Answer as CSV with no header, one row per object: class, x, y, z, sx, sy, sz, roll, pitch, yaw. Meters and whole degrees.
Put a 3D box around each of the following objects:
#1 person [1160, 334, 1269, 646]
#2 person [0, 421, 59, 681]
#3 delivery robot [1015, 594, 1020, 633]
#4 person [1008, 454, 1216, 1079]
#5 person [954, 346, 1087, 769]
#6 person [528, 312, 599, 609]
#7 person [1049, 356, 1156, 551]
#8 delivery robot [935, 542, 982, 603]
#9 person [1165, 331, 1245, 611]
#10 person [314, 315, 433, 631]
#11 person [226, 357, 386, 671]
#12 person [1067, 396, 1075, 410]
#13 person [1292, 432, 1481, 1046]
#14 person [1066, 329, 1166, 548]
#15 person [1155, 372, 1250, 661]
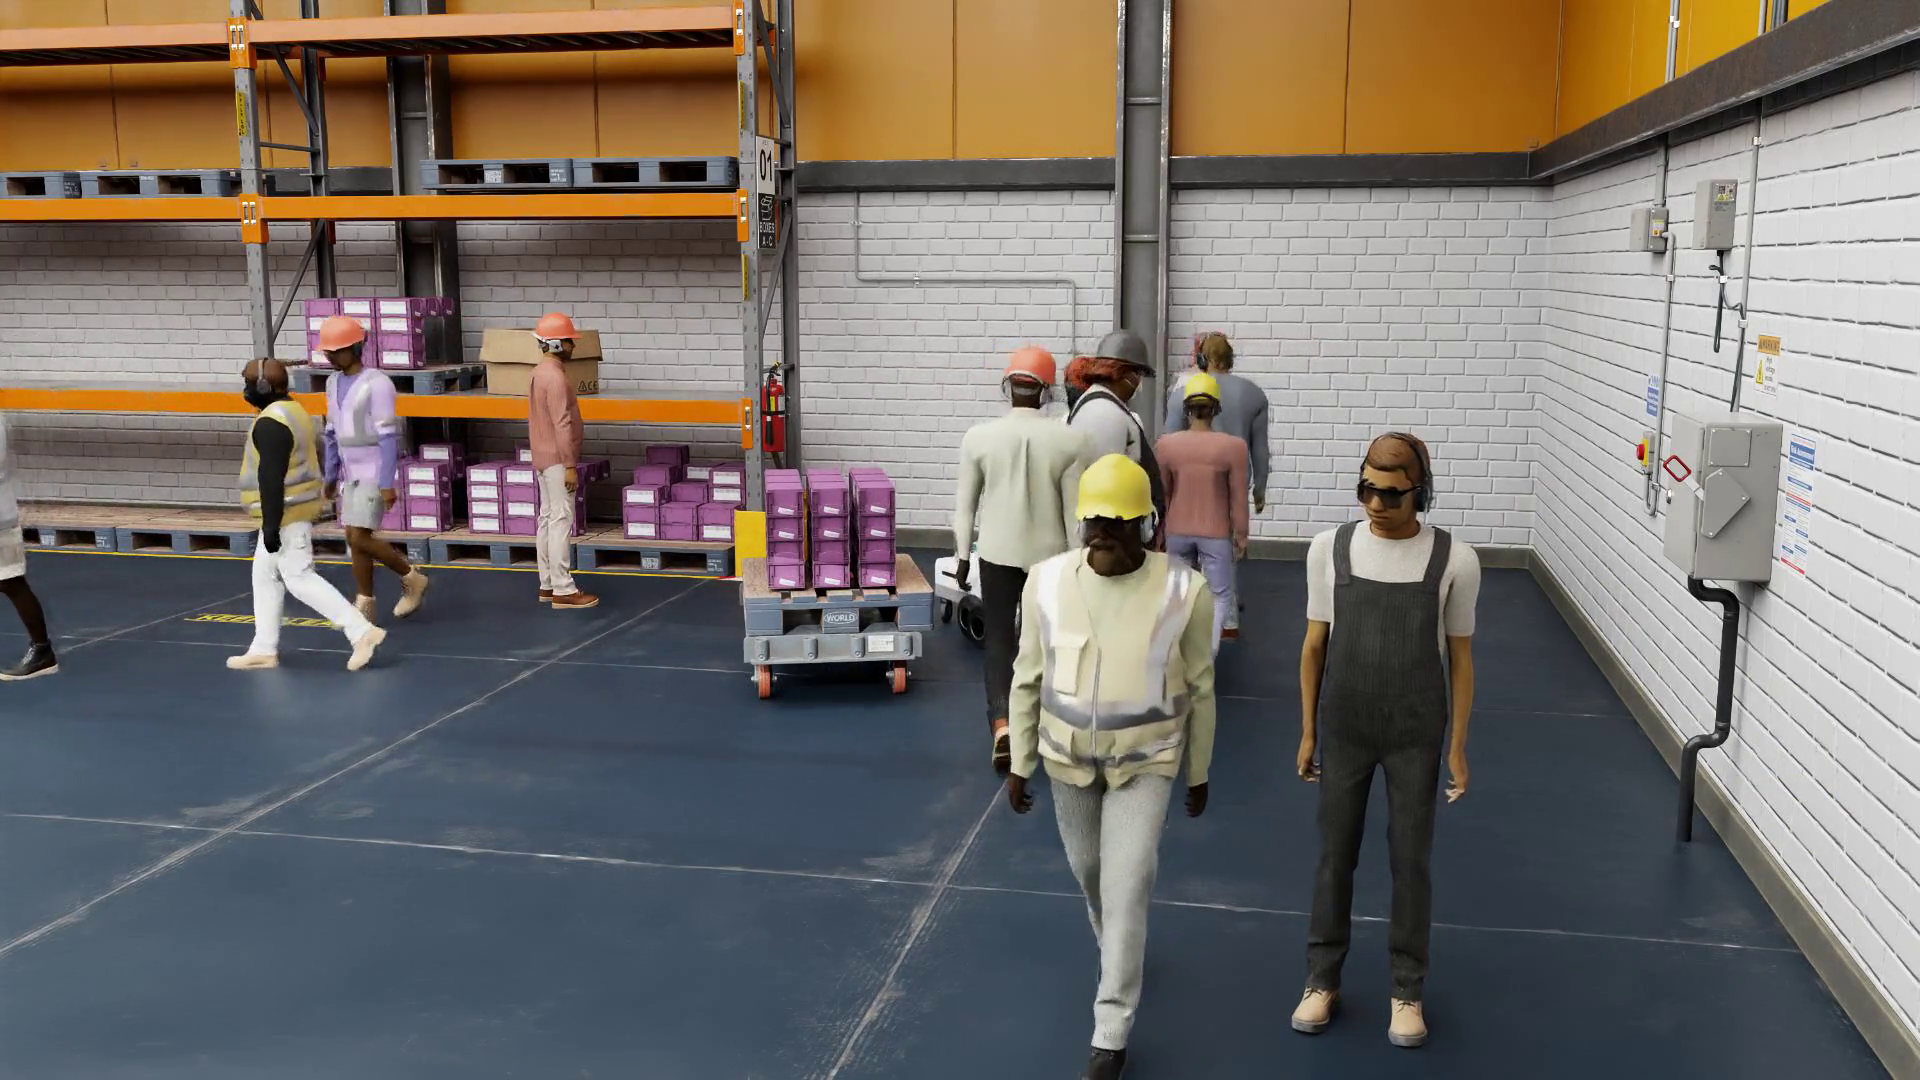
person,1.558,-0.337,10.405,0.656,1.874,1.017,-3,10,-16
person,-5.434,-0.107,8.978,0.685,1.894,1.031,6,11,30
delivery robot,0.443,0.361,9.917,0.477,0.478,0.707,-6,11,-35
person,0.457,0.616,4.967,0.594,1.791,0.923,3,10,20
person,0.284,0.068,7.820,0.627,1.949,0.973,0,9,0
person,-2.719,-0.535,11.268,0.375,1.995,0.611,-5,11,-28
person,0.729,-0.079,9.029,0.608,1.835,0.951,3,10,18
delivery robot,0.134,0.252,10.571,0.477,0.478,0.707,-5,11,-29
person,1.614,-0.451,11.083,0.535,1.882,0.670,-2,10,-9
person,-3.744,-0.414,10.487,0.681,2.012,0.615,8,12,40
person,-3.758,-0.137,9.485,0.882,1.808,0.643,-2,10,-12
person,0.654,-0.079,9.489,0.534,1.665,0.731,-7,12,-37
person,1.264,0.591,4.961,0.507,1.838,0.351,4,10,21
person,0.750,-0.062,8.283,0.543,2.000,0.736,0,9,-2
person,1.282,-0.024,8.959,0.528,1.748,0.595,3,10,20
